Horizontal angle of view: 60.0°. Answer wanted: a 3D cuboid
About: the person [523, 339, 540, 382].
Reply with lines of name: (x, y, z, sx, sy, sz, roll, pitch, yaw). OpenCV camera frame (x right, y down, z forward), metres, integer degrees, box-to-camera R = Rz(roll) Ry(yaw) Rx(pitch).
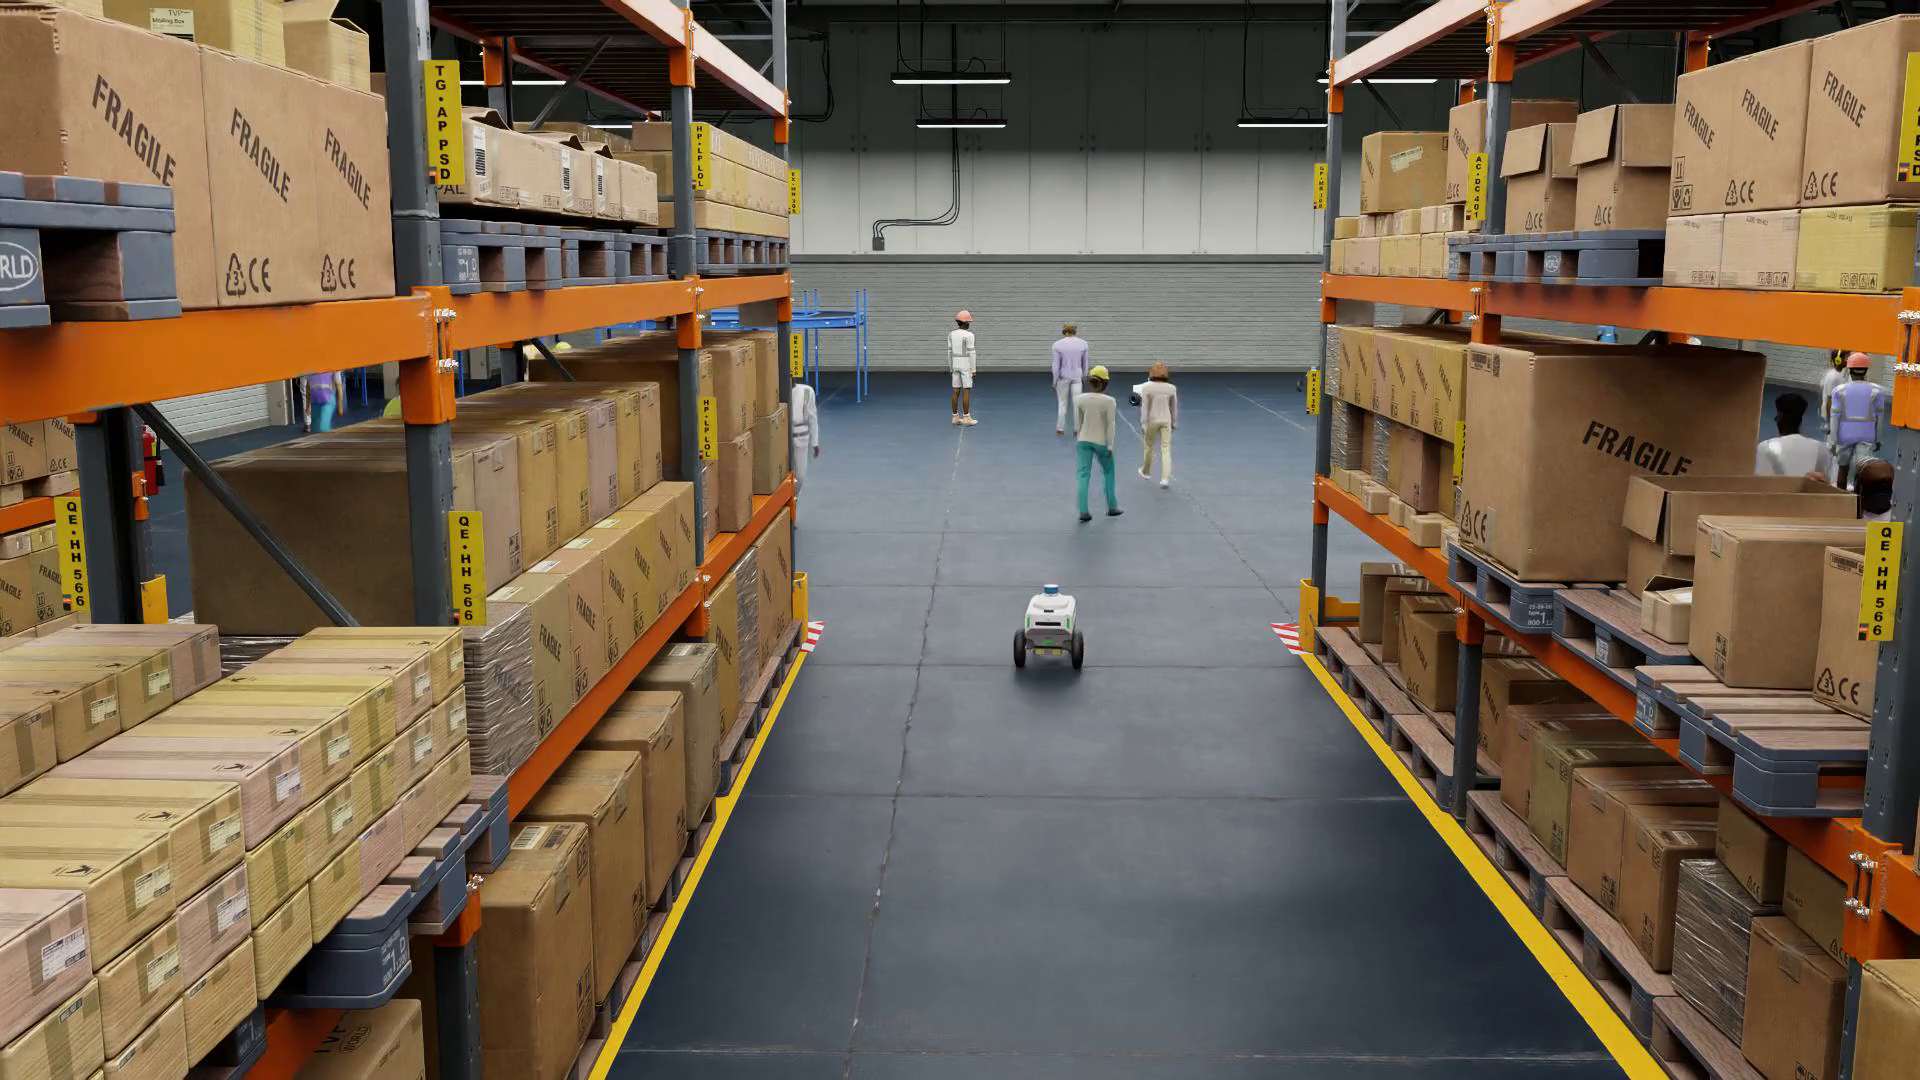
person: (-6.939, -2.449, 26.703, 0.439, 1.819, 0.676, 2, 10, 14)

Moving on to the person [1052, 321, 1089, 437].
person: (1.840, -2.706, 27.899, 0.638, 1.939, 0.402, -2, 10, -11)

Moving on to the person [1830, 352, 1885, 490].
person: (10.109, -1.171, 18.785, 0.541, 1.903, 0.965, 5, 11, 27)

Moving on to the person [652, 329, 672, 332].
person: (-7.834, -5.376, 43.674, 0.538, 2.000, 0.700, 7, 12, 36)

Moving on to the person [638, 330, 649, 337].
person: (-4.721, -2.243, 25.242, 0.659, 1.886, 0.657, 7, 12, 36)

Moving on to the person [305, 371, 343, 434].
person: (-9.006, -1.944, 23.639, 0.575, 1.827, 0.768, 4, 10, 22)

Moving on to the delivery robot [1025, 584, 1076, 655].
delivery robot: (0.667, 0.570, 12.218, 0.477, 0.478, 0.707, 1, 10, 6)

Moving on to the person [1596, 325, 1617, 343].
person: (16.384, -4.964, 42.178, 0.605, 1.678, 0.356, -2, 10, -14)

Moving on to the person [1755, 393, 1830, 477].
person: (6.324, -0.176, 12.786, 0.627, 1.908, 1.017, -1, 10, -6)

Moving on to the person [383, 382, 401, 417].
person: (-5.412, -0.725, 16.390, 0.623, 1.818, 0.587, 9, 13, 42)

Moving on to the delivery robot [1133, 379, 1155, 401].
delivery robot: (3.874, -3.042, 33.858, 0.477, 0.478, 0.707, -9, 13, -44)

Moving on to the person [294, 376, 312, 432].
person: (-11.161, -2.844, 28.655, 0.614, 1.947, 0.388, -5, 10, -25)

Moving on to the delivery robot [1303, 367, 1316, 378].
delivery robot: (7.983, -3.798, 37.606, 0.335, 0.223, 0.699, 7, 12, 35)

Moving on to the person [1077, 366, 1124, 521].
person: (1.577, -1.104, 18.870, 0.531, 1.733, 0.803, 6, 11, 31)

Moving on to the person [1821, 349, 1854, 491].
person: (11.170, -1.577, 21.393, 0.760, 1.847, 0.530, 5, 11, 29)

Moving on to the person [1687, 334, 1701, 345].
person: (12.591, -2.874, 29.010, 0.659, 1.886, 0.544, -1, 10, -6)

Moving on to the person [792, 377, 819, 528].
person: (-1.886, -1.098, 18.476, 0.575, 1.859, 0.843, -3, 10, -16)

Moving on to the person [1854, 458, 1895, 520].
person: (5.125, 0.430, 9.441, 0.641, 1.825, 0.506, 0, 9, 3)

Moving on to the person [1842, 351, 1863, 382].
person: (18.082, -3.561, 33.870, 0.512, 1.642, 0.311, 6, 11, 33)

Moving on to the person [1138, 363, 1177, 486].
person: (2.592, -1.523, 21.809, 0.525, 1.580, 0.867, -2, 10, -11)

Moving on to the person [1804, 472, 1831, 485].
person: (5.392, 0.343, 10.610, 0.502, 1.597, 0.823, 1, 10, 7)

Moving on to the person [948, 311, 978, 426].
person: (0.066, -3.075, 29.754, 0.611, 2.042, 0.374, 9, 13, 42)

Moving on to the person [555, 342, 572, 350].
person: (-5.108, -1.591, 21.289, 0.596, 1.906, 0.676, -6, 11, -31)
